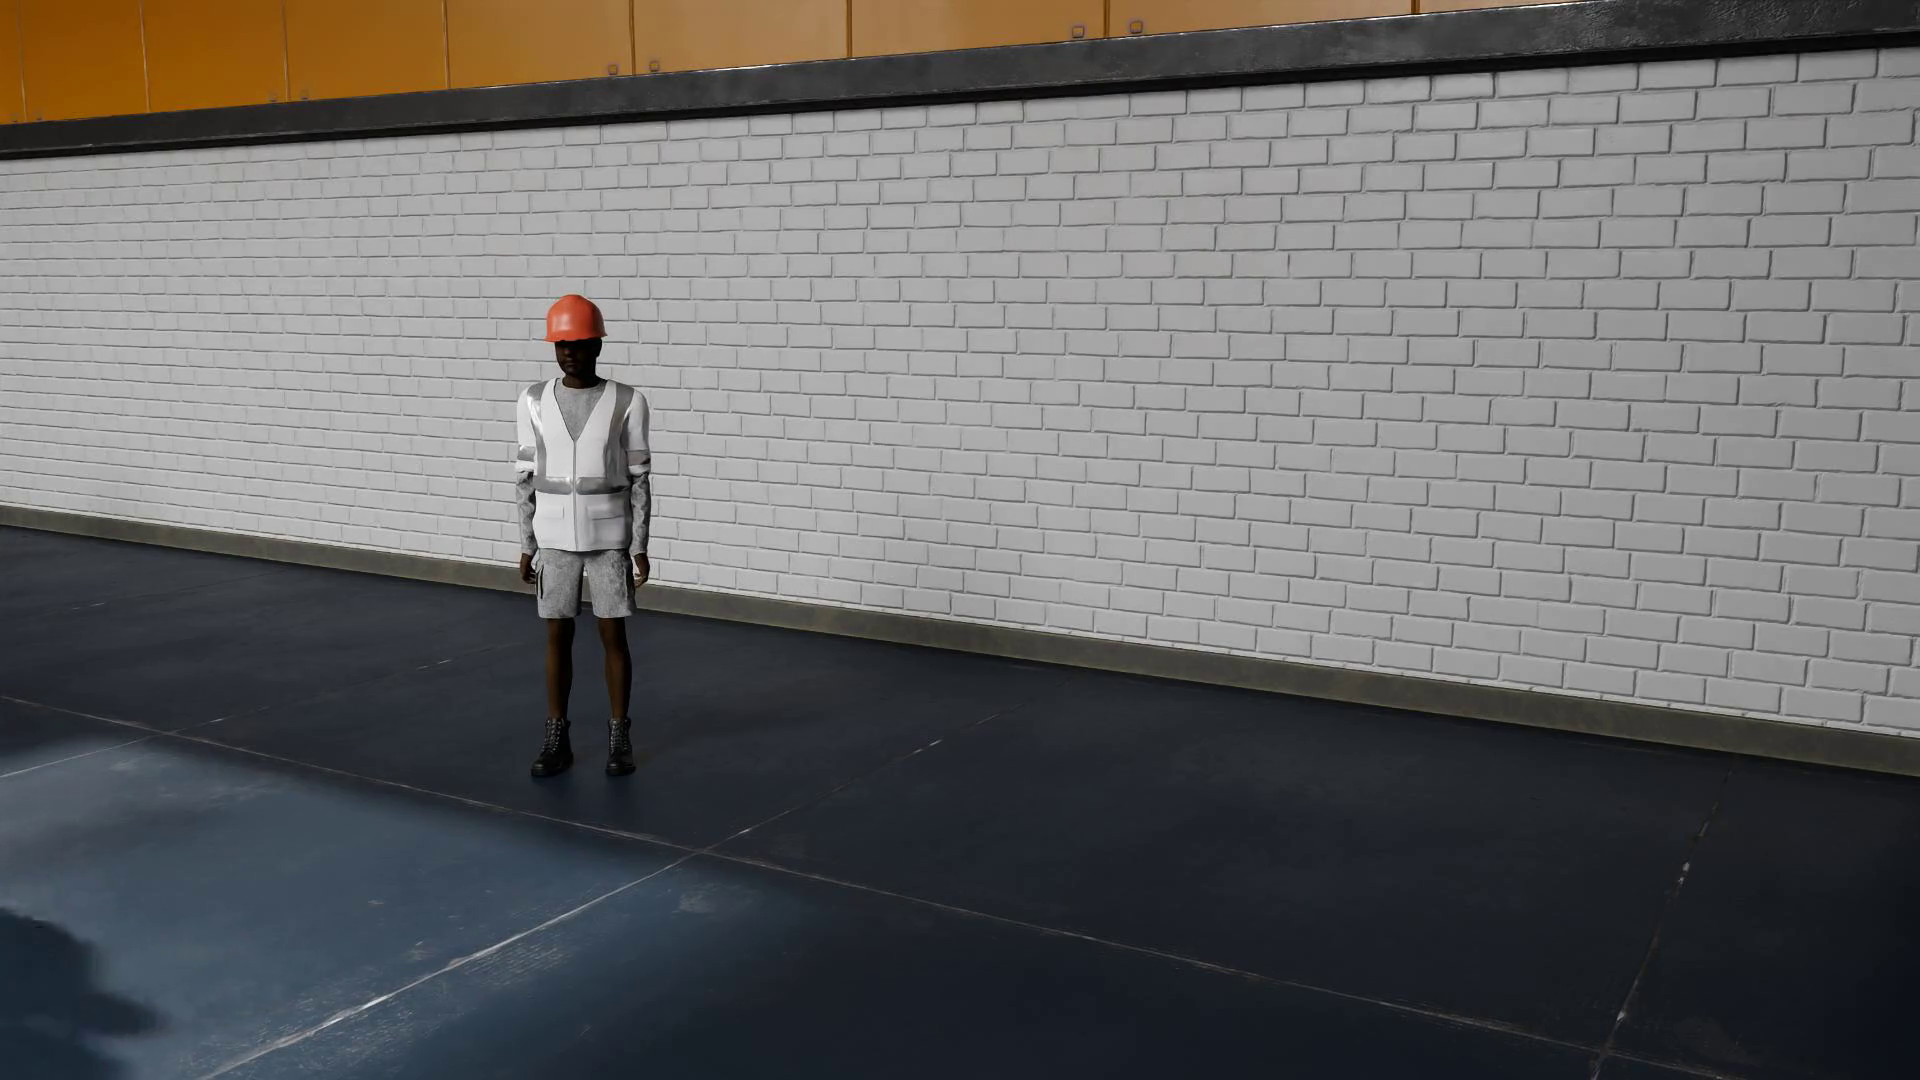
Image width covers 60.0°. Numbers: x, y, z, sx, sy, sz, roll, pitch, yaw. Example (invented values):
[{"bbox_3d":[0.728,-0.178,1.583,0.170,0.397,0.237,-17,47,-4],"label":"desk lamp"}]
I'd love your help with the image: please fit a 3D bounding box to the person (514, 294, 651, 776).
[{"bbox_3d":[-1.511,-0.007,6.684,0.543,1.939,0.360,0,9,-2],"label":"person"}]
